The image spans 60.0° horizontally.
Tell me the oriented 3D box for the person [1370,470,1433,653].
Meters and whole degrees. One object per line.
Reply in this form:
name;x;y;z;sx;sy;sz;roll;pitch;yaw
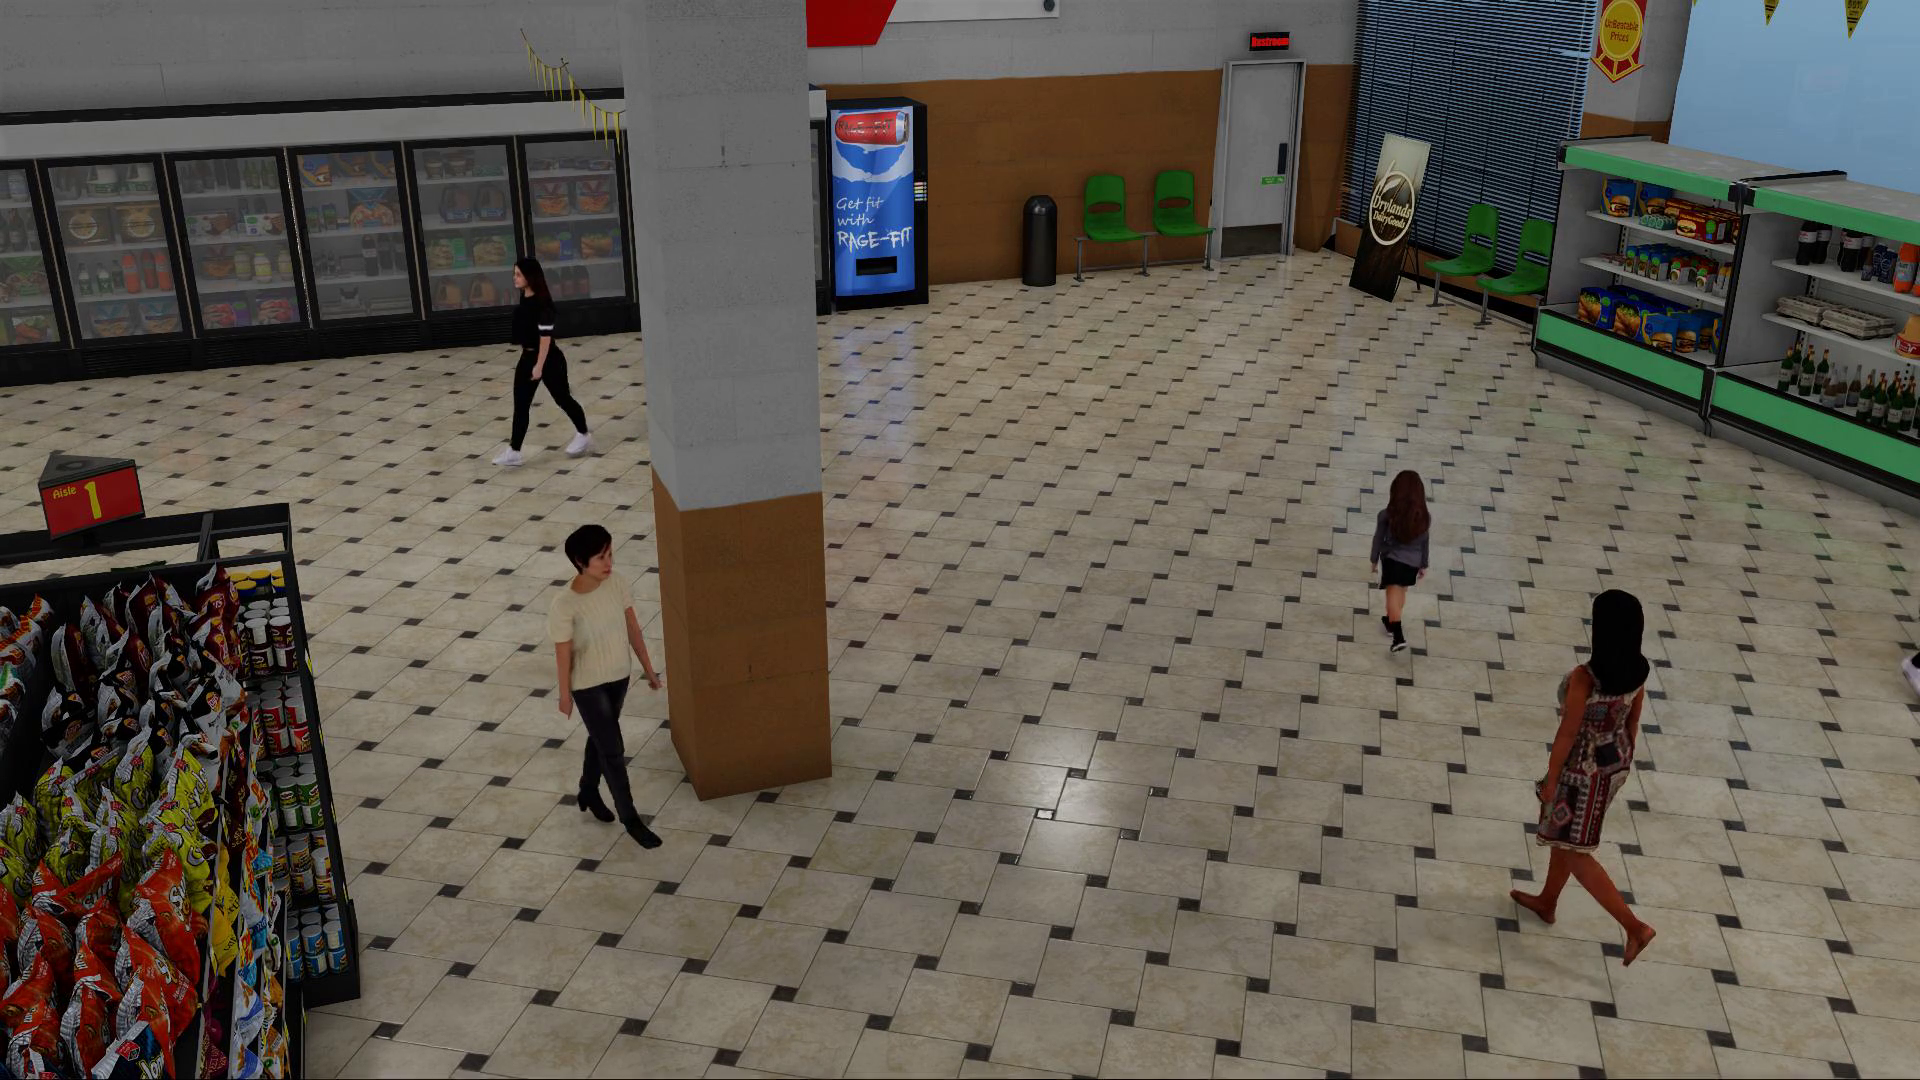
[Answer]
person;2.603;0.140;9.786;0.647;1.087;0.847;-1;22;-1

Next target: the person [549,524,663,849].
person;-1.754;0.656;7.860;0.975;1.564;0.884;13;25;30

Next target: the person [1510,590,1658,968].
person;2.668;1.006;6.908;0.764;1.625;1.040;-13;25;-29

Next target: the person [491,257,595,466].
person;-3.154;-1.362;12.848;1.125;1.591;0.994;20;29;40
